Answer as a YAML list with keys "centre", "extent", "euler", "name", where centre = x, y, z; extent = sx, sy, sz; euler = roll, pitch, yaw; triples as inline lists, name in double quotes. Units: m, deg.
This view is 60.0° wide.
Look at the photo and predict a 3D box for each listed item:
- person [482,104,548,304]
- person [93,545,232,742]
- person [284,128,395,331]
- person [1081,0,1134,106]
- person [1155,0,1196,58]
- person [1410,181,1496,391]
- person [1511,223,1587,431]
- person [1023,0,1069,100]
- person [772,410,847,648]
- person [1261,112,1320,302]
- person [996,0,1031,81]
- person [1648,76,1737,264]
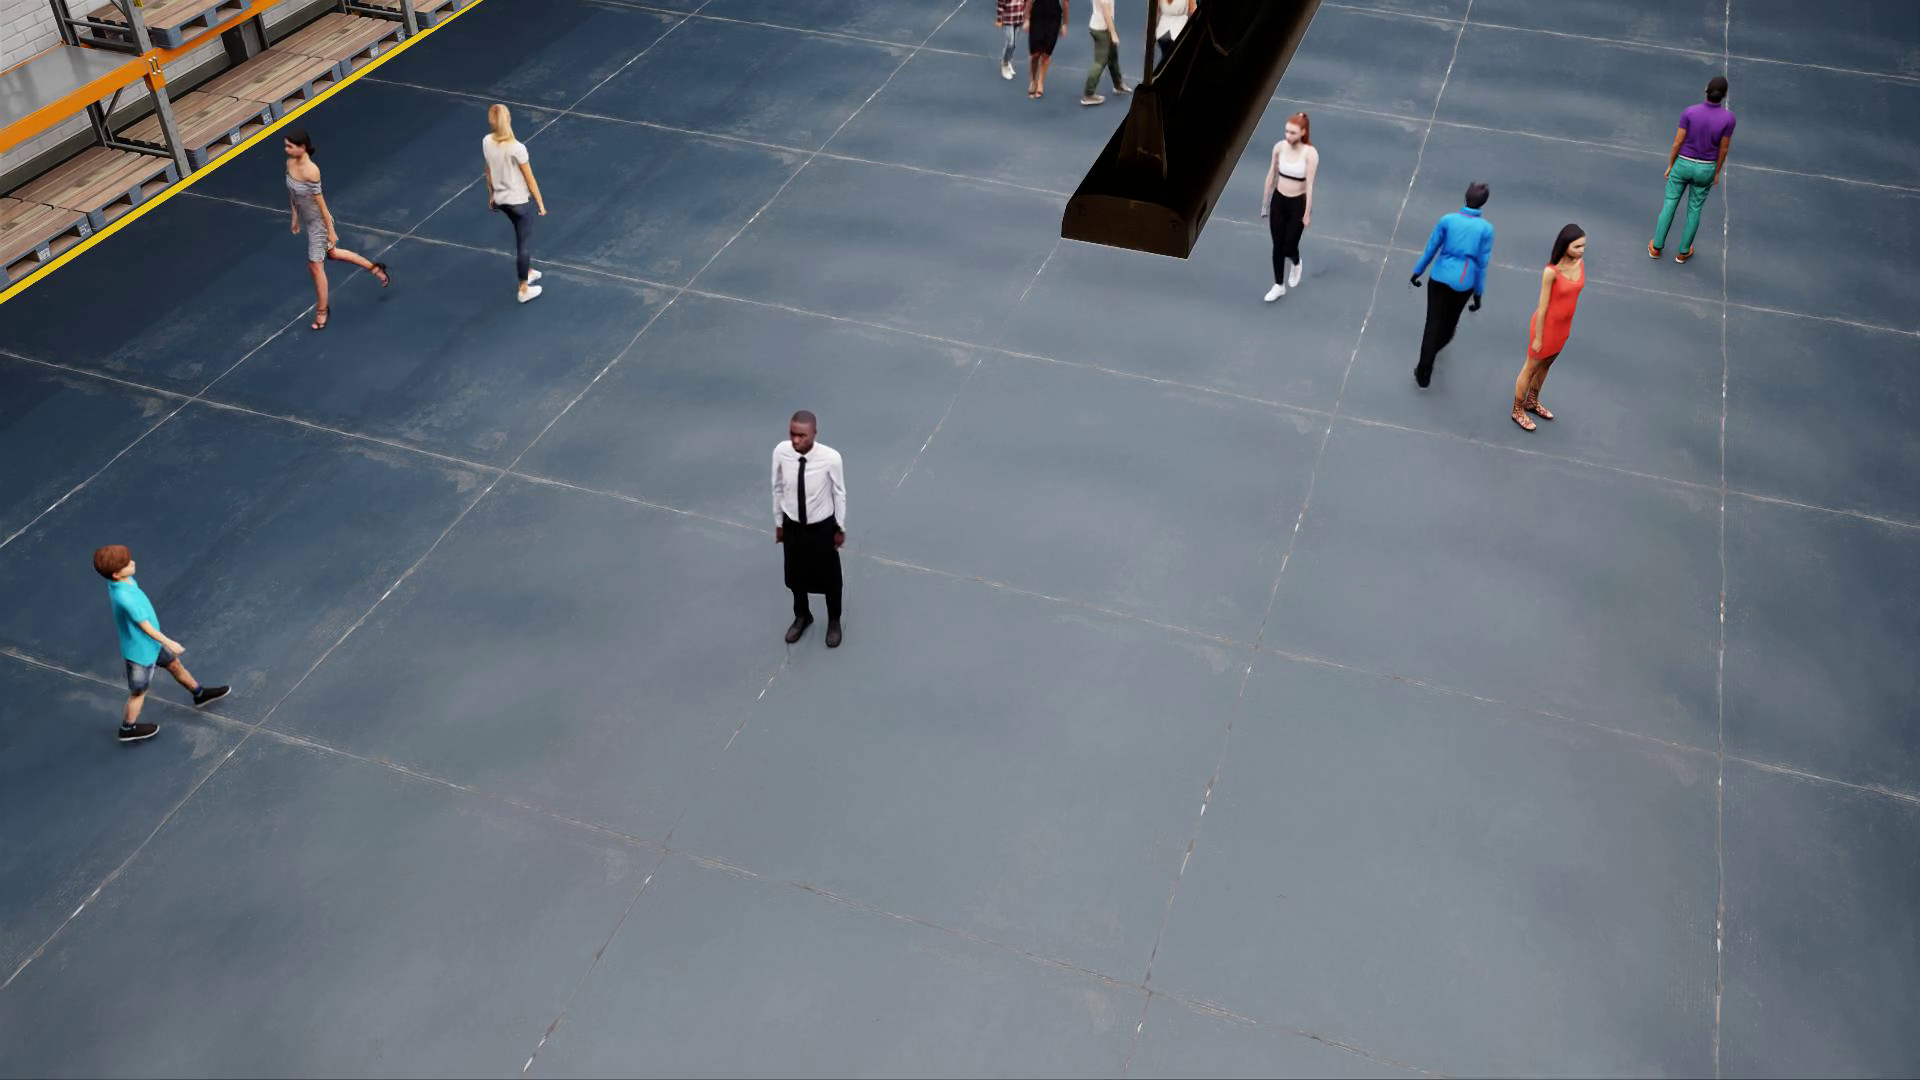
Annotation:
- centre: [-3.959, -2.898, 14.528]
  extent: [0.679, 1.795, 0.708]
  euler: [18, 42, 21]
  name: "person"
- centre: [-5.179, 0.663, 10.368]
  extent: [0.990, 1.420, 0.901]
  euler: [-19, 42, -22]
  name: "person"
- centre: [-5.436, -2.714, 14.300]
  extent: [1.176, 1.791, 0.930]
  euler: [-30, 47, -32]
  name: "person"
- centre: [1.475, -5.472, 17.889]
  extent: [0.789, 1.622, 0.793]
  euler: [-2, 39, -2]
  name: "person"
- centre: [2.230, -5.291, 17.563]
  extent: [0.648, 1.747, 1.030]
  euler: [20, 43, 23]
  name: "person"
- centre: [3.974, -2.012, 13.461]
  extent: [0.757, 1.740, 1.080]
  euler: [11, 40, 14]
  name: "person"
- centre: [4.641, -1.687, 13.071]
  extent: [0.626, 1.719, 0.729]
  euler: [-27, 46, -29]
  name: "person"
- centre: [0.926, -5.637, 18.019]
  extent: [0.728, 1.718, 0.742]
  euler: [1, 39, 2]
  name: "person"
- centre: [-0.983, -0.095, 10.983]
  extent: [0.672, 1.838, 0.585]
  euler: [7, 39, 9]
  name: "person"
- centre: [2.940, -2.951, 14.639]
  extent: [0.729, 1.738, 0.820]
  euler: [26, 46, 29]
  name: "person"
- centre: [0.567, -5.869, 18.653]
  extent: [0.684, 1.288, 0.743]
  euler: [-15, 41, -18]
  name: "person"
- centre: [6.683, -3.375, 15.146]
  extent: [0.621, 1.768, 0.569]
  euler: [15, 41, 18]
  name: "person"
